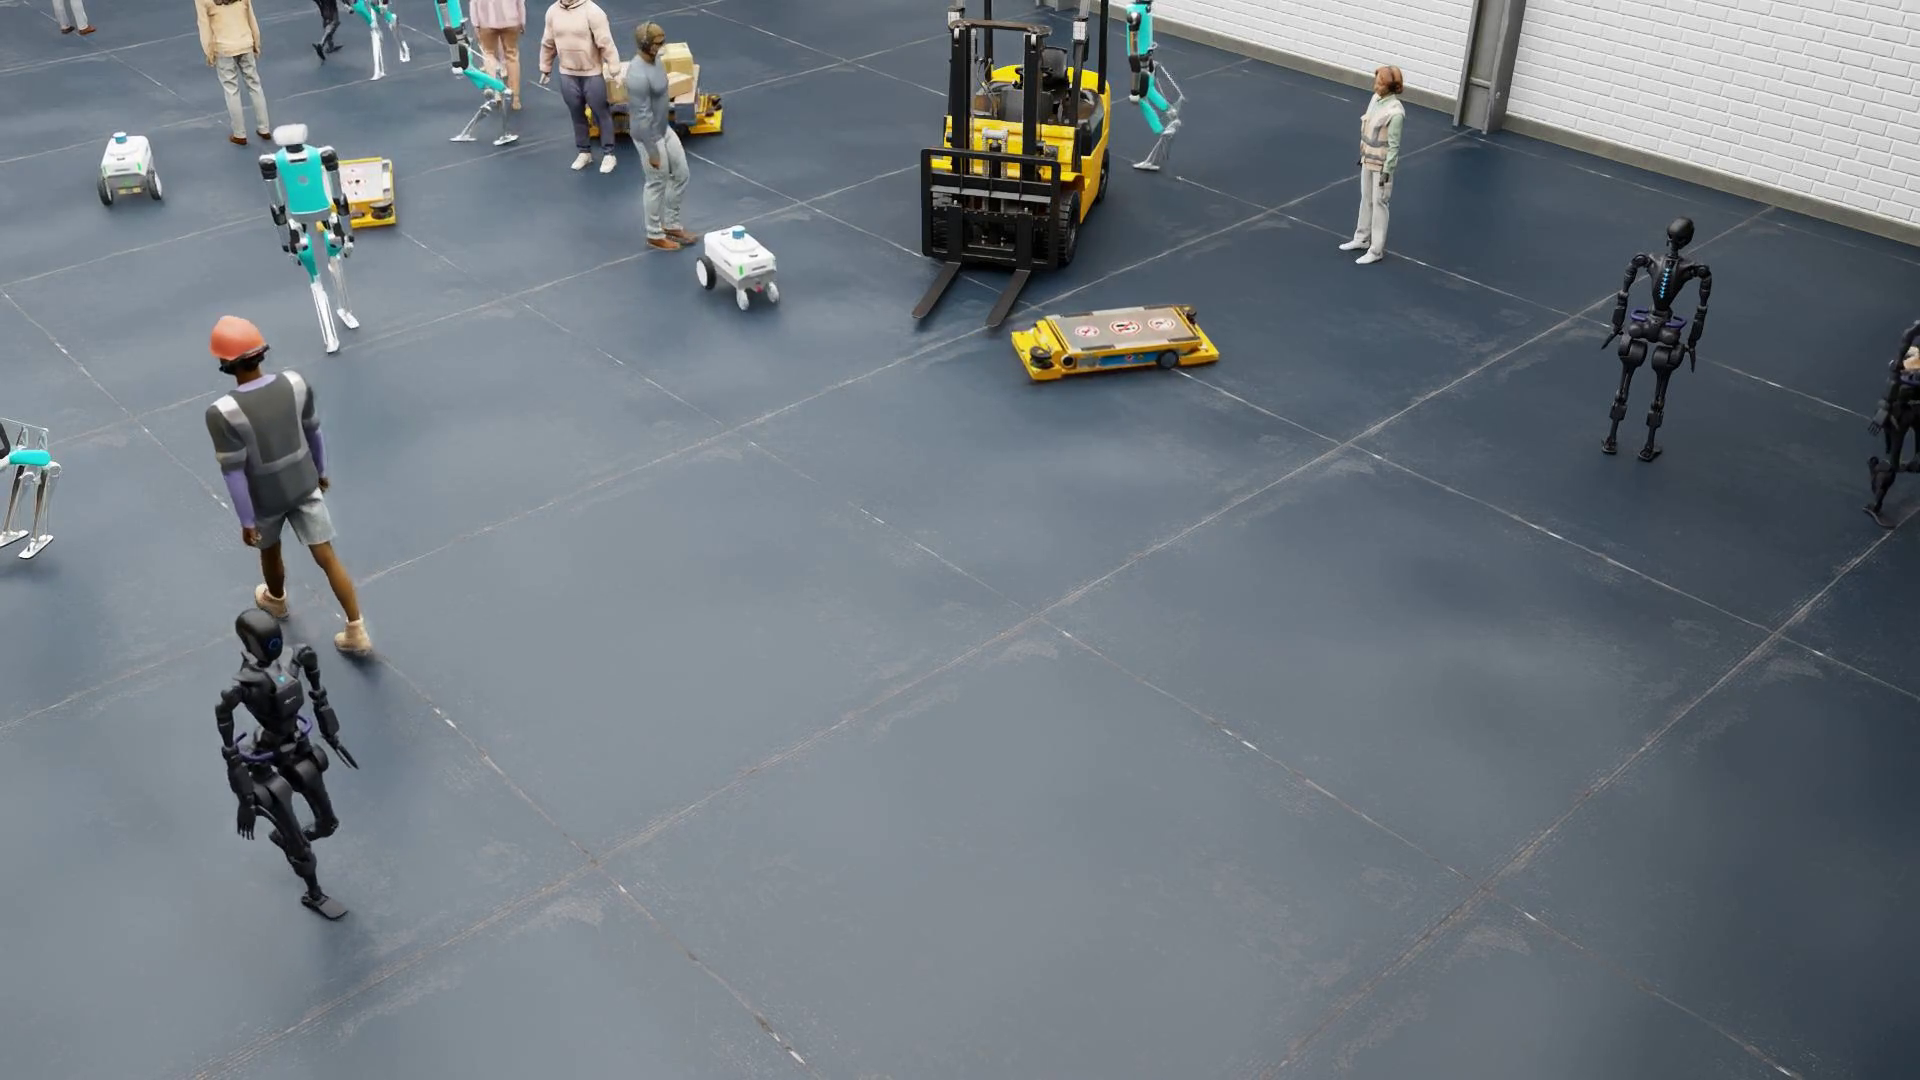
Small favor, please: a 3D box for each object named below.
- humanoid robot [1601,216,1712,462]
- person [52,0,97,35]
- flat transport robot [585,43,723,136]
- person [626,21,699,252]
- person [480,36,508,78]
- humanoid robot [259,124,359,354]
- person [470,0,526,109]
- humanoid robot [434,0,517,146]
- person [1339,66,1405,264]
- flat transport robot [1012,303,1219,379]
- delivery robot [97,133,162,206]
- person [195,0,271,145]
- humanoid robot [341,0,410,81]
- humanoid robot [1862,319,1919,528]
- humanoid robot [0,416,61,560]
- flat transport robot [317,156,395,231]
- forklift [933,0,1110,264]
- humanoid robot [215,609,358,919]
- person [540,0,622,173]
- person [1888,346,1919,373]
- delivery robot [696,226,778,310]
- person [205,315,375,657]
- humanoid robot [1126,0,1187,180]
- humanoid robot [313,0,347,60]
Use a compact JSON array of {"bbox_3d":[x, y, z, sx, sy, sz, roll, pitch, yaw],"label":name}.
[{"bbox_3d":[4.541,-1.327,10.908,0.599,1.657,0.315,17,37,25],"label":"humanoid robot"},{"bbox_3d":[-10.372,-6.647,19.127,0.472,1.644,0.334,2,33,3],"label":"person"},{"bbox_3d":[-3.124,-4.277,16.746,1.431,0.231,0.659,-2,33,-4],"label":"flat transport robot"},{"bbox_3d":[-2.455,-3.322,13.758,0.530,1.920,0.668,3,33,4],"label":"person"},{"bbox_3d":[-5.089,-5.839,17.776,0.328,1.765,0.532,-16,36,-23],"label":"person"},{"bbox_3d":[-4.805,-2.313,12.395,0.541,1.757,0.932,-12,35,-18],"label":"humanoid robot"},{"bbox_3d":[-4.656,-5.222,16.823,0.548,1.763,0.469,-7,34,-11],"label":"person"},{"bbox_3d":[-4.600,-4.660,16.015,0.888,1.788,0.579,-3,33,-4],"label":"humanoid robot"},{"bbox_3d":[3.426,-3.083,13.654,0.306,1.638,0.510,-7,34,-10],"label":"person"},{"bbox_3d":[1.158,-1.486,12.458,1.431,0.231,0.659,-7,34,-10],"label":"flat transport robot"},{"bbox_3d":[-7.572,-3.404,15.138,0.499,0.589,0.792,-10,34,-15],"label":"delivery robot"},{"bbox_3d":[-6.994,-4.750,16.017,0.412,1.867,0.563,28,42,35],"label":"person"},{"bbox_3d":[-6.311,-5.935,17.965,0.539,1.780,0.923,3,33,5],"label":"humanoid robot"},{"bbox_3d":[5.869,-0.896,10.260,0.600,1.639,0.505,-5,33,-7],"label":"humanoid robot"},{"bbox_3d":[-5.679,-0.698,9.777,0.533,1.677,0.735,13,35,19],"label":"humanoid robot"},{"bbox_3d":[-5.460,-3.150,15.014,0.659,0.231,1.431,-9,34,-14],"label":"flat transport robot"},{"bbox_3d":[0.570,-3.725,14.138,1.214,2.155,2.313,9,34,13],"label":"forklift"},{"bbox_3d":[-3.071,0.967,7.404,0.533,1.628,0.601,17,37,24],"label":"humanoid robot"},{"bbox_3d":[-3.500,-4.354,15.413,0.818,1.855,0.433,7,34,10],"label":"person"},{"bbox_3d":[7.114,-2.002,11.936,0.535,1.699,0.318,-28,42,-36],"label":"person"},{"bbox_3d":[-1.767,-2.223,13.336,0.499,0.604,0.807,-19,37,-26],"label":"delivery robot"},{"bbox_3d":[-3.688,-0.290,9.042,1.060,1.995,0.629,24,40,32],"label":"person"},{"bbox_3d":[1.857,-4.130,15.280,0.741,1.897,0.552,10,34,15],"label":"humanoid robot"},{"bbox_3d":[-7.122,-6.168,18.377,0.618,1.636,0.601,14,35,20],"label":"humanoid robot"}]
